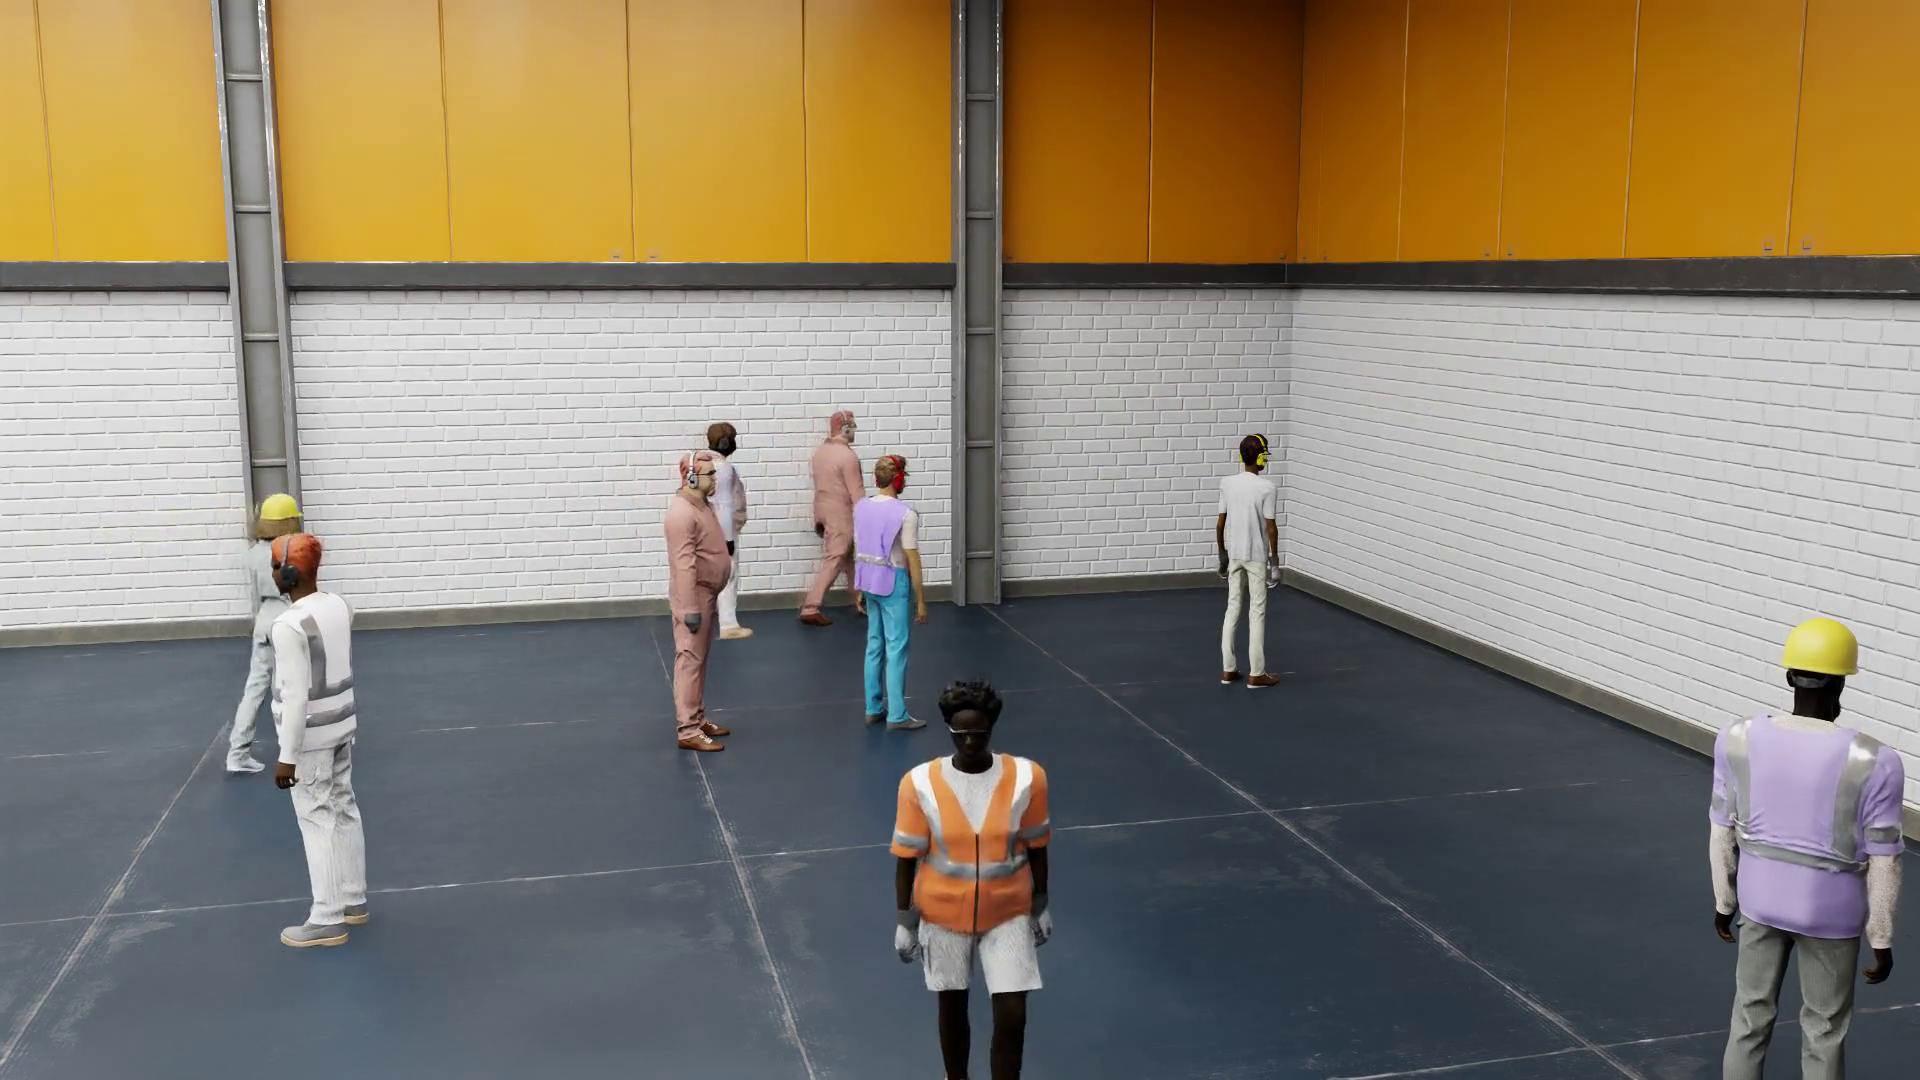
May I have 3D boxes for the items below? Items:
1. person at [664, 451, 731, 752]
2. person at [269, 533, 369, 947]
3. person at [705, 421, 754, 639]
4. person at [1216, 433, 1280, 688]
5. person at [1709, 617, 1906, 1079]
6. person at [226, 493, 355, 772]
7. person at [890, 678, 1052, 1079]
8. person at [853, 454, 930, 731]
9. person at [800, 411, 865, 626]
[{"bbox_3d":[-1.665,0.383,10.667,0.403,1.911,0.637,0,9,1],"label":"person"},{"bbox_3d":[-2.921,0.897,7.540,0.337,1.879,0.584,1,9,6],"label":"person"},{"bbox_3d":[-2.036,-0.068,13.753,0.557,1.829,0.629,-4,10,-22],"label":"person"},{"bbox_3d":[2.124,0.151,12.234,0.532,1.868,0.310,8,12,41],"label":"person"},{"bbox_3d":[2.765,1.205,5.473,0.587,1.928,0.364,9,13,43],"label":"person"},{"bbox_3d":[-4.186,0.558,10.225,0.501,1.698,0.891,4,10,26],"label":"person"},{"bbox_3d":[0.043,1.300,5.635,0.559,1.671,0.612,0,9,-2],"label":"person"},{"bbox_3d":[-0.474,0.356,11.039,0.425,1.843,0.606,-9,13,-44],"label":"person"},{"bbox_3d":[-1.018,-0.196,14.450,0.969,1.859,0.658,-5,10,-28],"label":"person"}]
